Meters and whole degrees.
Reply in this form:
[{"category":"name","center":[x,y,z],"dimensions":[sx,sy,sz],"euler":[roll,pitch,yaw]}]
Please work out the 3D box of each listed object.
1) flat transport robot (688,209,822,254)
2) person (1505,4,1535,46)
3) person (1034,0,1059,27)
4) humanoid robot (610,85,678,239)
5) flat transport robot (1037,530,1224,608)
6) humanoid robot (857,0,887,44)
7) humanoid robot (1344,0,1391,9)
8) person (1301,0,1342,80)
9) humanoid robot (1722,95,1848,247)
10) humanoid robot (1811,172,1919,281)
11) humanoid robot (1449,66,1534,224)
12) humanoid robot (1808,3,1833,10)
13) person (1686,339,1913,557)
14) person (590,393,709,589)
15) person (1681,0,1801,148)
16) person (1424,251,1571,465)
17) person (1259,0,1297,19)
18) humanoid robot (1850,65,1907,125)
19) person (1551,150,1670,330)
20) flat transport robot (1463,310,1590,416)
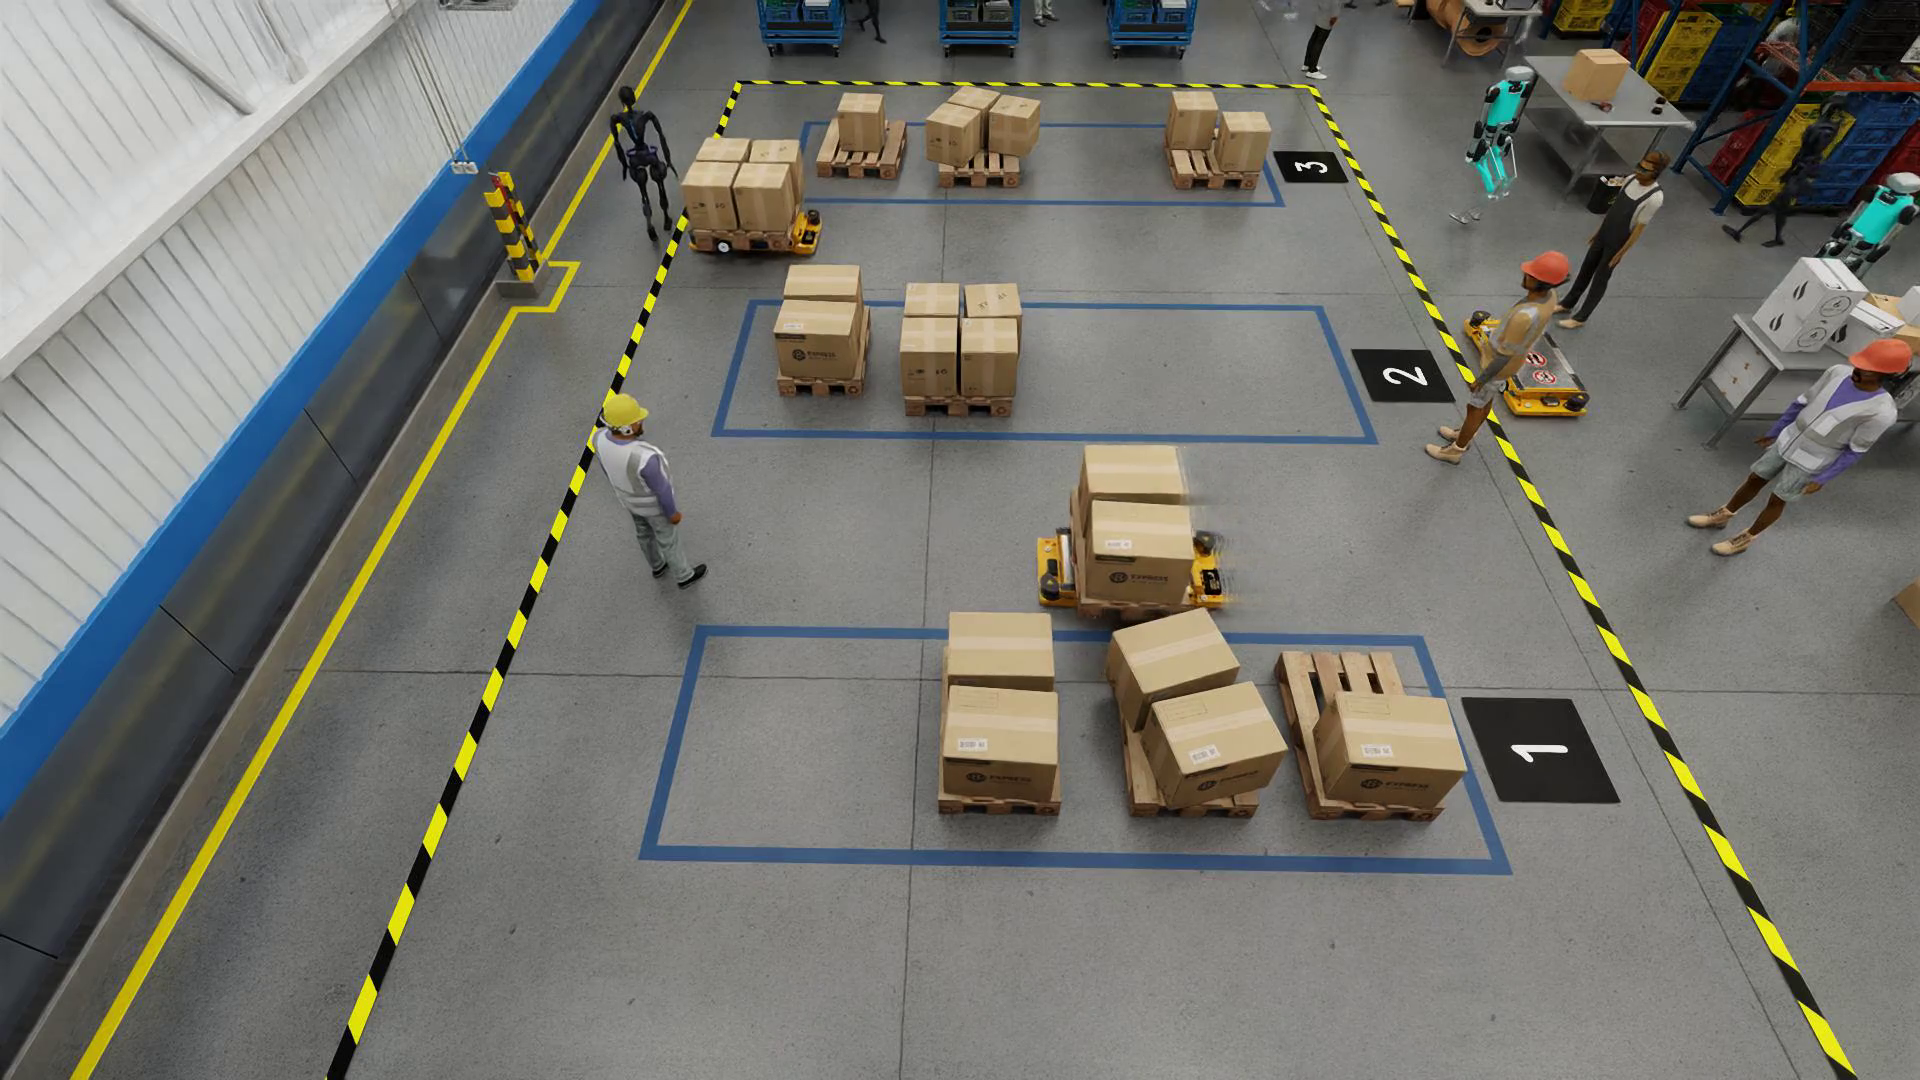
[{"category":"flat transport robot","center":[-2.369,-3.605,10.635],"dimensions":[1.431,0.197,0.652],"euler":[2,49,2]},{"category":"person","center":[8.747,-8.572,13.920],"dimensions":[0.523,1.835,0.921],"euler":[6,49,6]},{"category":"person","center":[1.382,-9.151,14.408],"dimensions":[0.390,1.849,0.565],"euler":[36,58,27]},{"category":"humanoid robot","center":[-3.498,-4.169,10.214],"dimensions":[0.608,1.632,0.581],"euler":[-8,50,-6]},{"category":"flat transport robot","center":[1.345,0.216,7.328],"dimensions":[1.431,0.197,0.652],"euler":[1,49,1]},{"category":"humanoid robot","center":[-1.393,-8.565,14.043],"dimensions":[0.691,1.629,0.611],"euler":[31,56,24]},{"category":"humanoid robot","center":[6.872,-9.525,14.882],"dimensions":[0.834,1.618,0.584],"euler":[-1,49,-1]},{"category":"person","center":[5.299,-7.593,13.060],"dimensions":[0.389,1.849,0.587],"euler":[1,49,1]},{"category":"humanoid robot","center":[9.239,-4.023,10.104],"dimensions":[0.684,1.614,0.607],"euler":[20,52,17]},{"category":"humanoid robot","center":[8.313,-2.633,8.874],"dimensions":[0.743,1.822,0.542],"euler":[-4,49,-3]},{"category":"humanoid robot","center":[6.013,-4.304,10.202],"dimensions":[0.533,1.672,0.735],"euler":[-12,50,-10]},{"category":"humanoid robot","center":[12.445,-7.597,13.163],"dimensions":[1.042,1.751,0.559],"euler":[13,50,11]},{"category":"person","center":[6.346,-0.663,6.935],"dimensions":[0.392,2.041,0.610],"euler":[-3,49,-3]},{"category":"person","center":[-2.312,-0.331,6.790],"dimensions":[0.589,1.824,0.404],"euler":[25,54,20]},{"category":"person","center":[10.148,-5.956,11.664],"dimensions":[0.990,1.810,0.549],"euler":[31,56,24]},{"category":"person","center":[4.479,-1.485,7.644],"dimensions":[0.366,2.048,0.606],"euler":[35,58,26]},{"category":"person","center":[5.304,-9.347,14.672],"dimensions":[0.504,1.697,0.870],"euler":[-26,54,-21]},{"category":"humanoid robot","center":[11.357,-5.319,11.229],"dimensions":[0.807,1.854,0.542],"euler":[10,50,8]},{"category":"person","center":[6.417,-2.943,9.045],"dimensions":[0.349,1.839,0.498],"euler":[-3,49,-3]},{"category":"flat transport robot","center":[5.573,-1.757,9.054],"dimensions":[0.659,0.231,1.431],"euler":[1,49,1]}]
